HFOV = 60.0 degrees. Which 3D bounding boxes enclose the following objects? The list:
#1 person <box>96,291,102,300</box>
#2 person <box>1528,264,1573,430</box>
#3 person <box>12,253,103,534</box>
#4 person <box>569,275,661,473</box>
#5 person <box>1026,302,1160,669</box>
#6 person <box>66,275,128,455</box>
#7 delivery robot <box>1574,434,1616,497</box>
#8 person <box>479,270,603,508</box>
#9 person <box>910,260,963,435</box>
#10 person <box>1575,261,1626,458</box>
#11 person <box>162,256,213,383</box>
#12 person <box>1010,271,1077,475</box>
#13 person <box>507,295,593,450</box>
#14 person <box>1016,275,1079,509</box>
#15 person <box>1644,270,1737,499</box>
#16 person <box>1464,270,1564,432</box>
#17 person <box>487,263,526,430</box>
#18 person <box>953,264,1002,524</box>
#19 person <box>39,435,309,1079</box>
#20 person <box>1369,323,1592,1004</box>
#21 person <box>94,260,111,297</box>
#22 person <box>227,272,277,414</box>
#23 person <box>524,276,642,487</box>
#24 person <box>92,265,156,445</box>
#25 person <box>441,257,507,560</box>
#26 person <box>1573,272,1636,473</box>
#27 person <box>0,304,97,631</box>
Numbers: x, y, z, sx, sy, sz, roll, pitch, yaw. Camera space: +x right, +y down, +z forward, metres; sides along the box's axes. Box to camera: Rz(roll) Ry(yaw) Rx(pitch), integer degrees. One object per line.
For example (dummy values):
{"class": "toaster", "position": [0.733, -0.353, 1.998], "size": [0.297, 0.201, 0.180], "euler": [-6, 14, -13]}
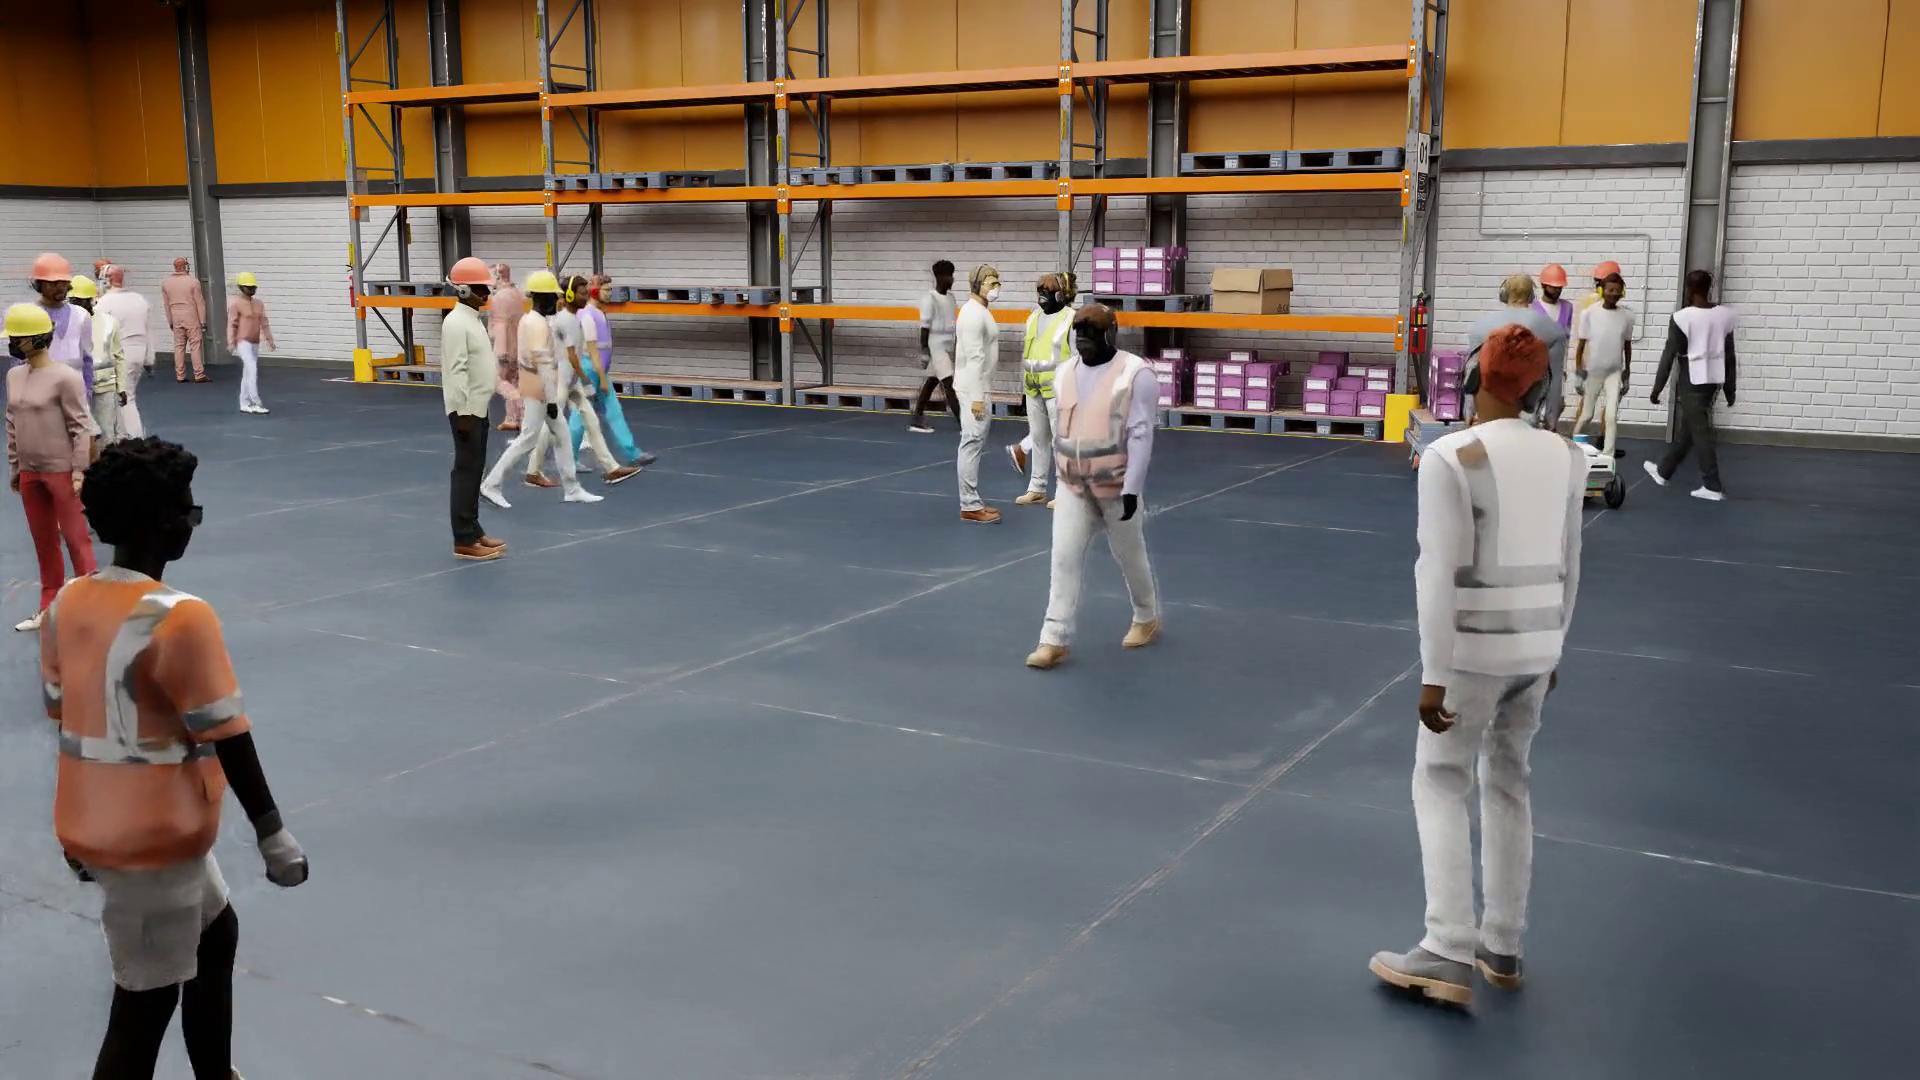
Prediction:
{"class": "person", "position": [-9.401, -1.959, 18.320], "size": [0.538, 1.596, 0.768], "euler": [-10, 14, -44]}
{"class": "person", "position": [5.519, -1.641, 15.700], "size": [0.574, 1.898, 0.542], "euler": [-3, 10, -15]}
{"class": "person", "position": [-6.350, -1.006, 11.794], "size": [0.926, 2.008, 0.631], "euler": [7, 12, 35]}
{"class": "person", "position": [-3.219, -1.499, 15.156], "size": [0.952, 1.798, 0.596], "euler": [0, 10, 2]}
{"class": "person", "position": [0.714, -0.290, 8.346], "size": [0.626, 1.802, 0.949], "euler": [7, 12, 34]}
{"class": "person", "position": [-7.247, -1.275, 13.827], "size": [0.587, 1.826, 0.404], "euler": [-6, 12, -30]}
{"class": "delivery robot", "position": [4.970, -0.604, 13.357], "size": [0.477, 0.478, 0.707], "euler": [0, 10, -1]}
{"class": "person", "position": [-3.395, -1.191, 13.201], "size": [0.959, 1.890, 0.601], "euler": [-3, 10, -16]}
{"class": "person", "position": [-0.165, -2.109, 18.303], "size": [0.990, 1.914, 0.625], "euler": [5, 11, 25]}
{"class": "person", "position": [6.292, -1.753, 16.258], "size": [0.552, 1.919, 0.569], "euler": [-1, 10, -7]}
{"class": "person", "position": [-11.725, -3.335, 25.244], "size": [0.643, 1.913, 0.411], "euler": [1, 10, 8]}
{"class": "person", "position": [0.813, -1.470, 14.871], "size": [0.744, 1.854, 0.526], "euler": [-3, 10, -16]}
{"class": "person", "position": [-4.112, -1.686, 16.808], "size": [0.885, 1.584, 0.527], "euler": [0, 10, -1]}
{"class": "person", "position": [0.714, -1.169, 13.181], "size": [0.429, 1.844, 0.626], "euler": [-10, 14, -44]}
{"class": "person", "position": [6.078, -1.307, 13.884], "size": [0.614, 1.860, 1.014], "euler": [-4, 11, -20]}
{"class": "person", "position": [3.796, -0.885, 11.400], "size": [0.648, 1.910, 0.726], "euler": [1, 10, 7]}
{"class": "person", "position": [-5.008, -2.139, 18.551], "size": [0.513, 1.890, 0.653], "euler": [1, 10, 8]}
{"class": "person", "position": [0.137, -1.096, 12.500], "size": [0.377, 1.937, 0.629], "euler": [1, 10, 3]}
{"class": "person", "position": [-1.642, 0.612, 3.556], "size": [0.544, 1.673, 0.680], "euler": [9, 13, 42]}
{"class": "person", "position": [1.494, 0.332, 4.641], "size": [0.644, 1.853, 0.449], "euler": [-5, 11, -24]}
{"class": "person", "position": [-11.969, -2.992, 23.442], "size": [0.378, 1.865, 0.628], "euler": [-3, 10, -17]}
{"class": "person", "position": [-8.724, -2.423, 20.568], "size": [0.730, 1.737, 0.540], "euler": [3, 11, 18]}
{"class": "person", "position": [-3.302, -1.339, 14.244], "size": [1.029, 1.818, 0.504], "euler": [0, 10, 0]}
{"class": "person", "position": [-8.366, -1.761, 16.425], "size": [0.772, 1.878, 0.675], "euler": [3, 10, 15]}
{"class": "person", "position": [-3.235, -0.872, 11.063], "size": [0.396, 1.992, 0.623], "euler": [-1, 10, -5]}
{"class": "person", "position": [5.891, -1.537, 15.303], "size": [0.511, 1.844, 0.771], "euler": [1, 10, 8]}
{"class": "person", "position": [-4.869, -0.367, 8.860], "size": [0.533, 1.765, 0.319], "euler": [4, 11, 21]}
